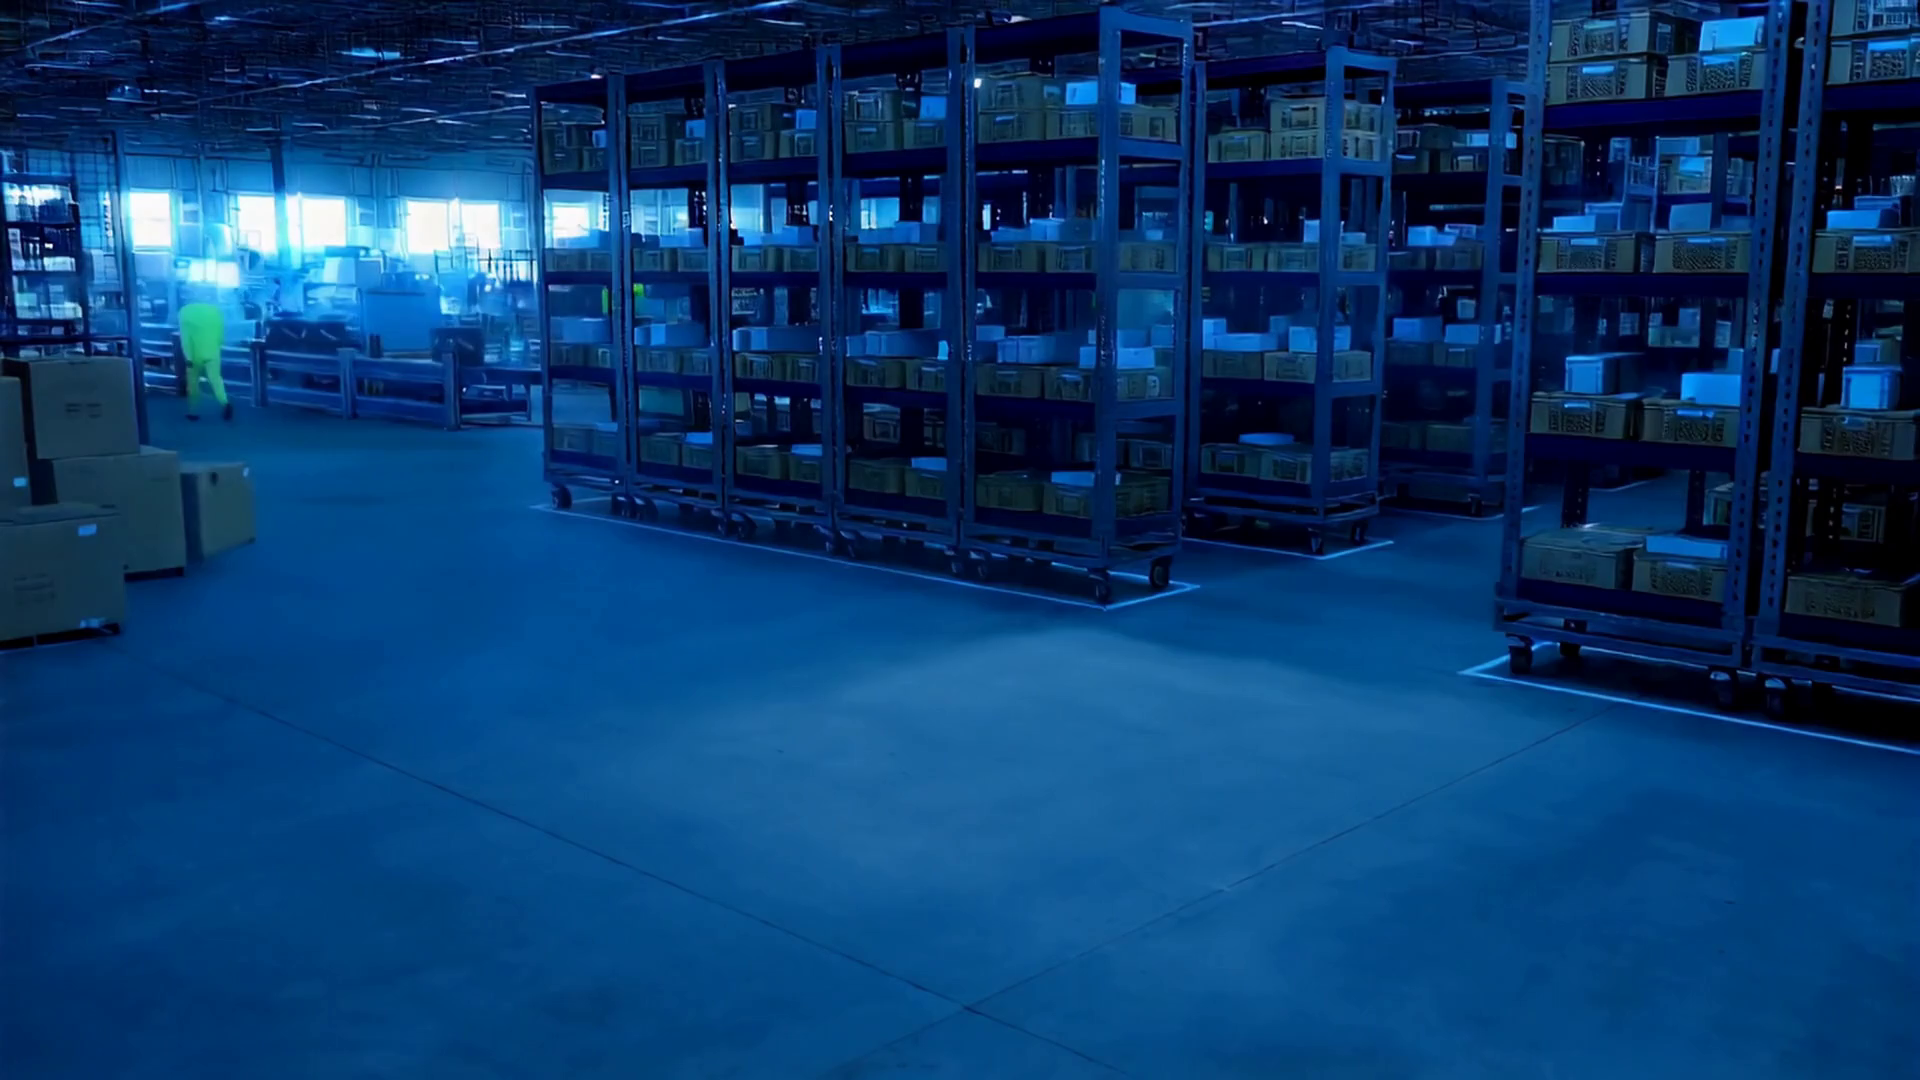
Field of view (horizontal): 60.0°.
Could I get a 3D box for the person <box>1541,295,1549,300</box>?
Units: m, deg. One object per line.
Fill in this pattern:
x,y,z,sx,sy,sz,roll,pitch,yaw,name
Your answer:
16.567,-6.549,47.550,0.564,1.753,0.391,4,10,24,person

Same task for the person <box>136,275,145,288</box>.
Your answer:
-33.641,-9.961,68.273,0.542,1.819,0.973,2,10,13,person

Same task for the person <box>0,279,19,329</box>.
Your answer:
-29.551,-7.308,51.739,0.588,1.909,0.423,-8,12,-41,person

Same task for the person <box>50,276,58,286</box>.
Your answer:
-29.576,-7.741,54.340,1.015,1.911,0.630,0,9,-1,person

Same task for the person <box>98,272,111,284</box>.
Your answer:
-37.559,-10.751,72.841,0.557,1.910,0.801,1,9,9,person

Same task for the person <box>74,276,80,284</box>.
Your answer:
-45.103,-12.828,85.303,0.381,1.994,0.622,4,10,24,person

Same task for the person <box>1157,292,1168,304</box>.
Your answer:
6.394,-7.202,51.823,0.545,1.646,0.858,3,10,19,person

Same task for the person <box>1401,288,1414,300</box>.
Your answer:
7.534,-3.477,28.203,0.838,1.924,0.614,-5,10,-26,person

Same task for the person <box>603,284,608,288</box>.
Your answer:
-16.391,-11.367,76.209,0.790,2.000,0.539,8,12,41,person

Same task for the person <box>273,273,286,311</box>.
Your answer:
-24.457,-8.645,59.896,0.787,1.906,0.576,-1,9,-5,person

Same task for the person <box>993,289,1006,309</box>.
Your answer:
0.812,-3.653,29.816,0.525,1.747,0.580,6,11,31,person

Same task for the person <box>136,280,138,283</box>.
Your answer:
-35.316,-10.476,71.158,0.636,1.913,0.831,3,10,20,person

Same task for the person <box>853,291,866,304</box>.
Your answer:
-4.134,-9.884,68.167,0.541,1.695,0.316,-4,10,-21,person

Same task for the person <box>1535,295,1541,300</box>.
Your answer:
15.355,-6.149,44.894,0.591,1.825,0.403,0,9,2,person

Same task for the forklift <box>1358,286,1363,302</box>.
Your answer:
11.100,-7.017,46.970,1.873,2.768,1.129,9,13,43,forklift

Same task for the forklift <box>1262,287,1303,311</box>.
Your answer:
10.769,-8.203,54.240,1.129,2.768,1.873,8,12,42,forklift

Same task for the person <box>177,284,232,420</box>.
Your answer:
-10.349,-2.565,22.764,0.886,1.872,0.641,9,13,43,person
